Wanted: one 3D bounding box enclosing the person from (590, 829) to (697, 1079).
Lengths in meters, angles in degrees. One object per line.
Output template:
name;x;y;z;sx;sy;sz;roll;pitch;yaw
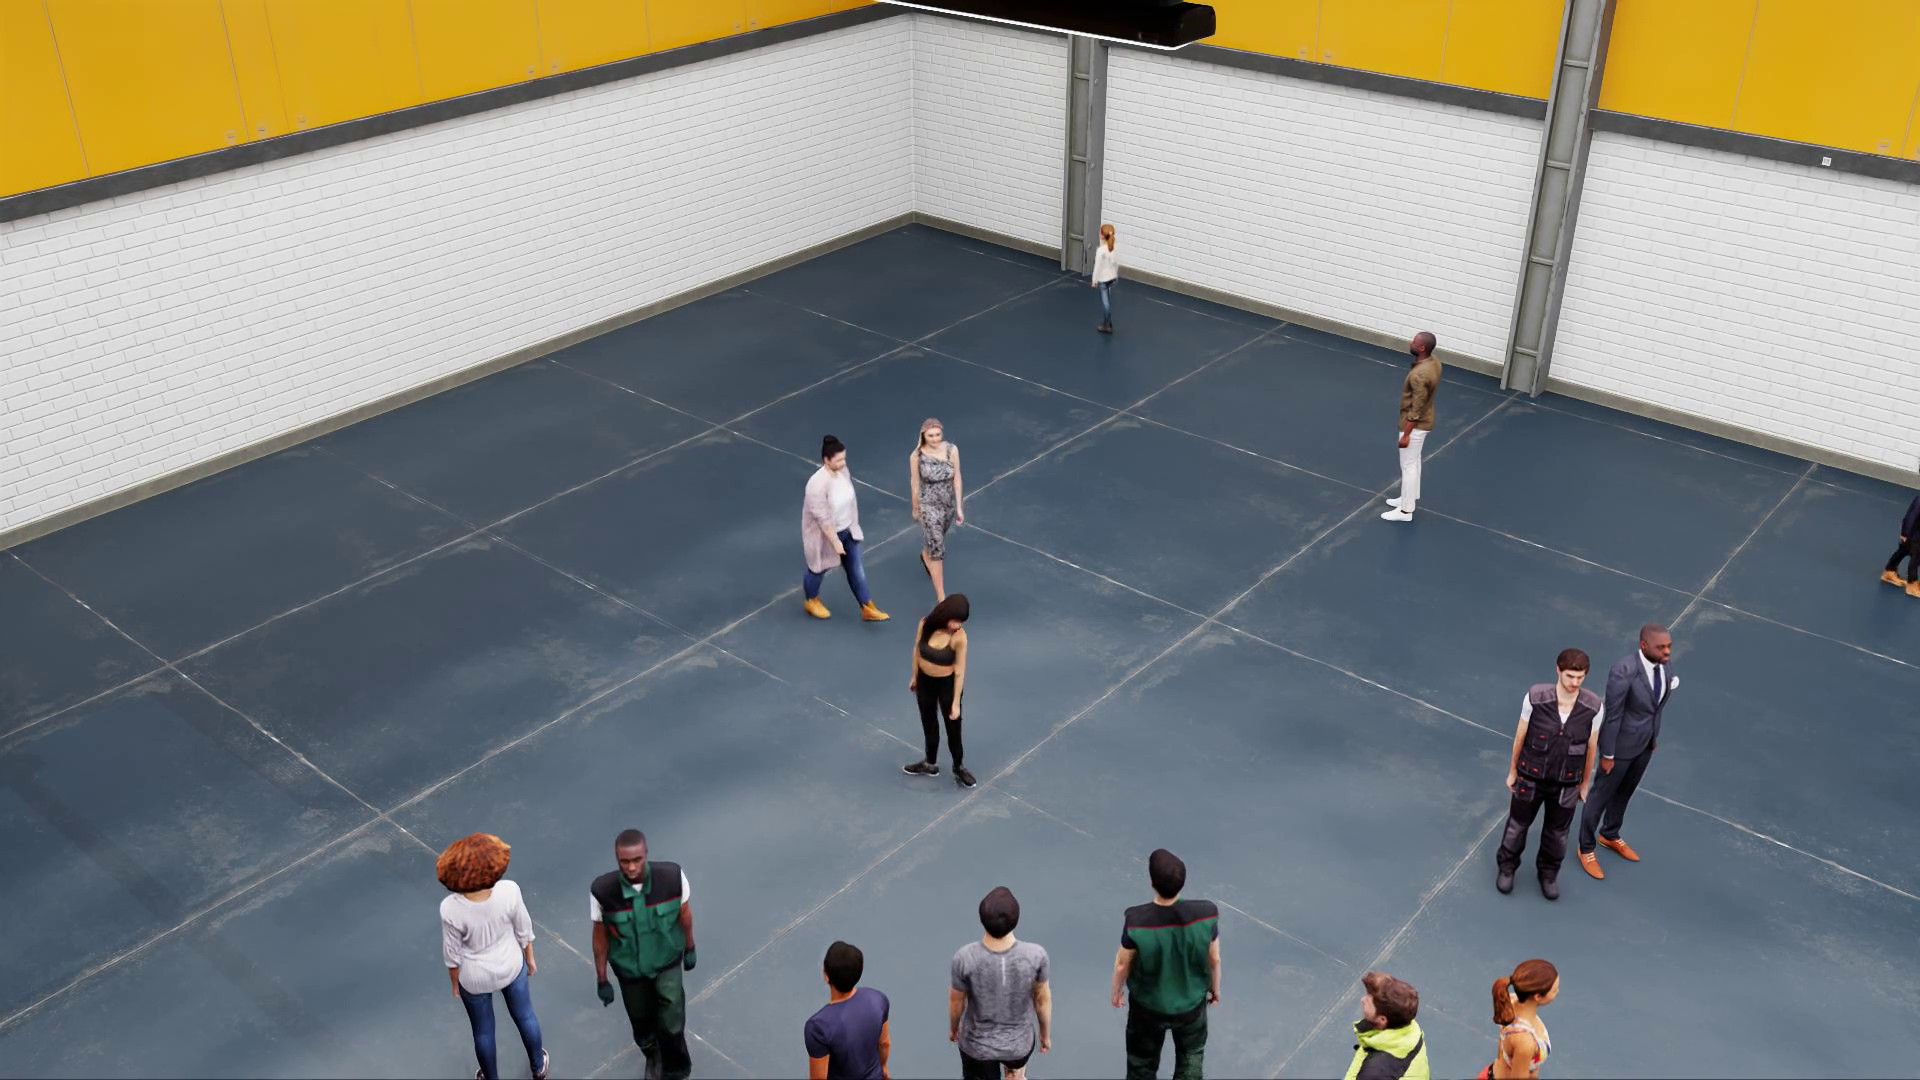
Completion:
person;-1.718;2.261;9.093;1.007;1.816;1.098;-6;29;-11

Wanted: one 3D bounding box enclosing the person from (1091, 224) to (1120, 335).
person;1.741;-3.003;19.270;0.524;1.312;0.557;-20;35;-33

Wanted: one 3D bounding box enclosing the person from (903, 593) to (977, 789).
person;-0.180;1.005;11.617;0.527;1.604;0.811;25;38;38

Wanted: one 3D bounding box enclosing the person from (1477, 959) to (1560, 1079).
person;2.663;2.773;8.185;0.681;1.785;0.661;5;29;9

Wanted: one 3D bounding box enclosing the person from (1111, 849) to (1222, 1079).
person;1.100;2.434;8.695;0.964;1.893;1.024;-3;29;-5

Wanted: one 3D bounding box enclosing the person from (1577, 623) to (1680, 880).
person;4.334;1.318;10.814;0.772;1.824;0.749;-15;32;-25

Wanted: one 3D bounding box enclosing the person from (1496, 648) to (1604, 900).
person;3.725;1.470;10.514;0.682;1.843;0.802;7;29;13

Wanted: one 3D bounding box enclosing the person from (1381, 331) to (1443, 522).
person;4.145;-1.049;15.150;0.694;1.825;0.782;12;31;20

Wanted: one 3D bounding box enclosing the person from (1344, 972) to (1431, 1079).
person;2.038;2.890;7.804;1.147;1.945;0.853;18;33;30

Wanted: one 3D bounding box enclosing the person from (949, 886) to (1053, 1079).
person;0.205;2.591;8.441;0.844;1.860;0.901;-3;29;-6

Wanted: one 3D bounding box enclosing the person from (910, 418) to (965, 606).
person;-0.219;-0.288;13.933;0.983;1.655;1.223;-9;30;-17

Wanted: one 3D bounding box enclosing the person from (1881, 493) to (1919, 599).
person;8.086;-0.147;14.140;0.570;1.210;0.717;-23;36;-35

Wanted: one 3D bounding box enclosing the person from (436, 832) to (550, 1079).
person;-2.560;2.328;9.080;0.736;1.711;0.733;-13;31;-23

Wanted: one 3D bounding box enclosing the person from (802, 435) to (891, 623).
person;-1.129;-0.090;13.516;1.021;1.708;0.718;18;33;30

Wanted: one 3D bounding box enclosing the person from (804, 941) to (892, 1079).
person;-0.545;2.722;8.272;0.685;1.793;0.581;-22;35;-34
